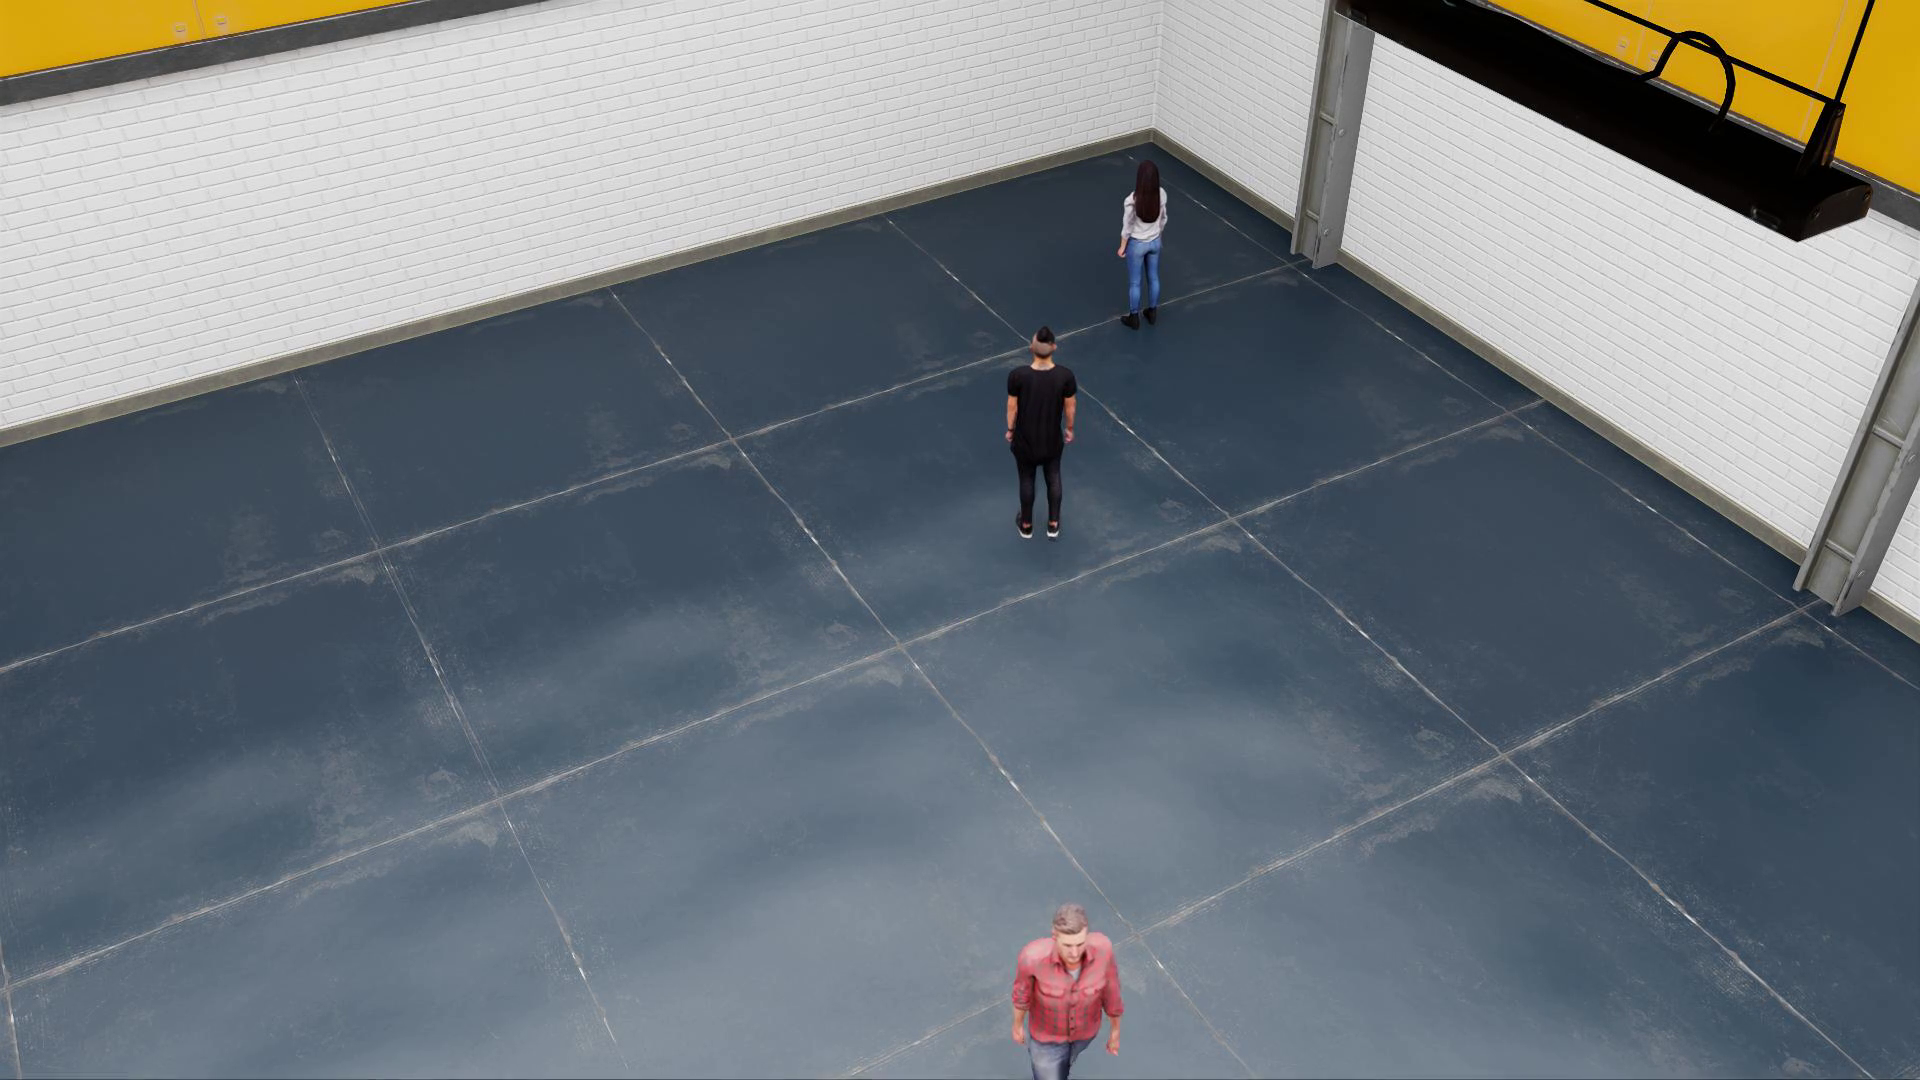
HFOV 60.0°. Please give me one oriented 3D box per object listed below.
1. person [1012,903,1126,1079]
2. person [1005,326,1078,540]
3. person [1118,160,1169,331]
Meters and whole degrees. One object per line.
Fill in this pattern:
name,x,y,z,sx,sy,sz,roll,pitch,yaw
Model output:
person,0.513,2.418,8.569,0.924,1.797,1.182,-8,39,-10
person,0.603,-0.826,12.574,0.772,1.868,0.745,-3,39,-4
person,1.675,-2.677,15.080,0.610,1.633,0.517,-17,42,-20
